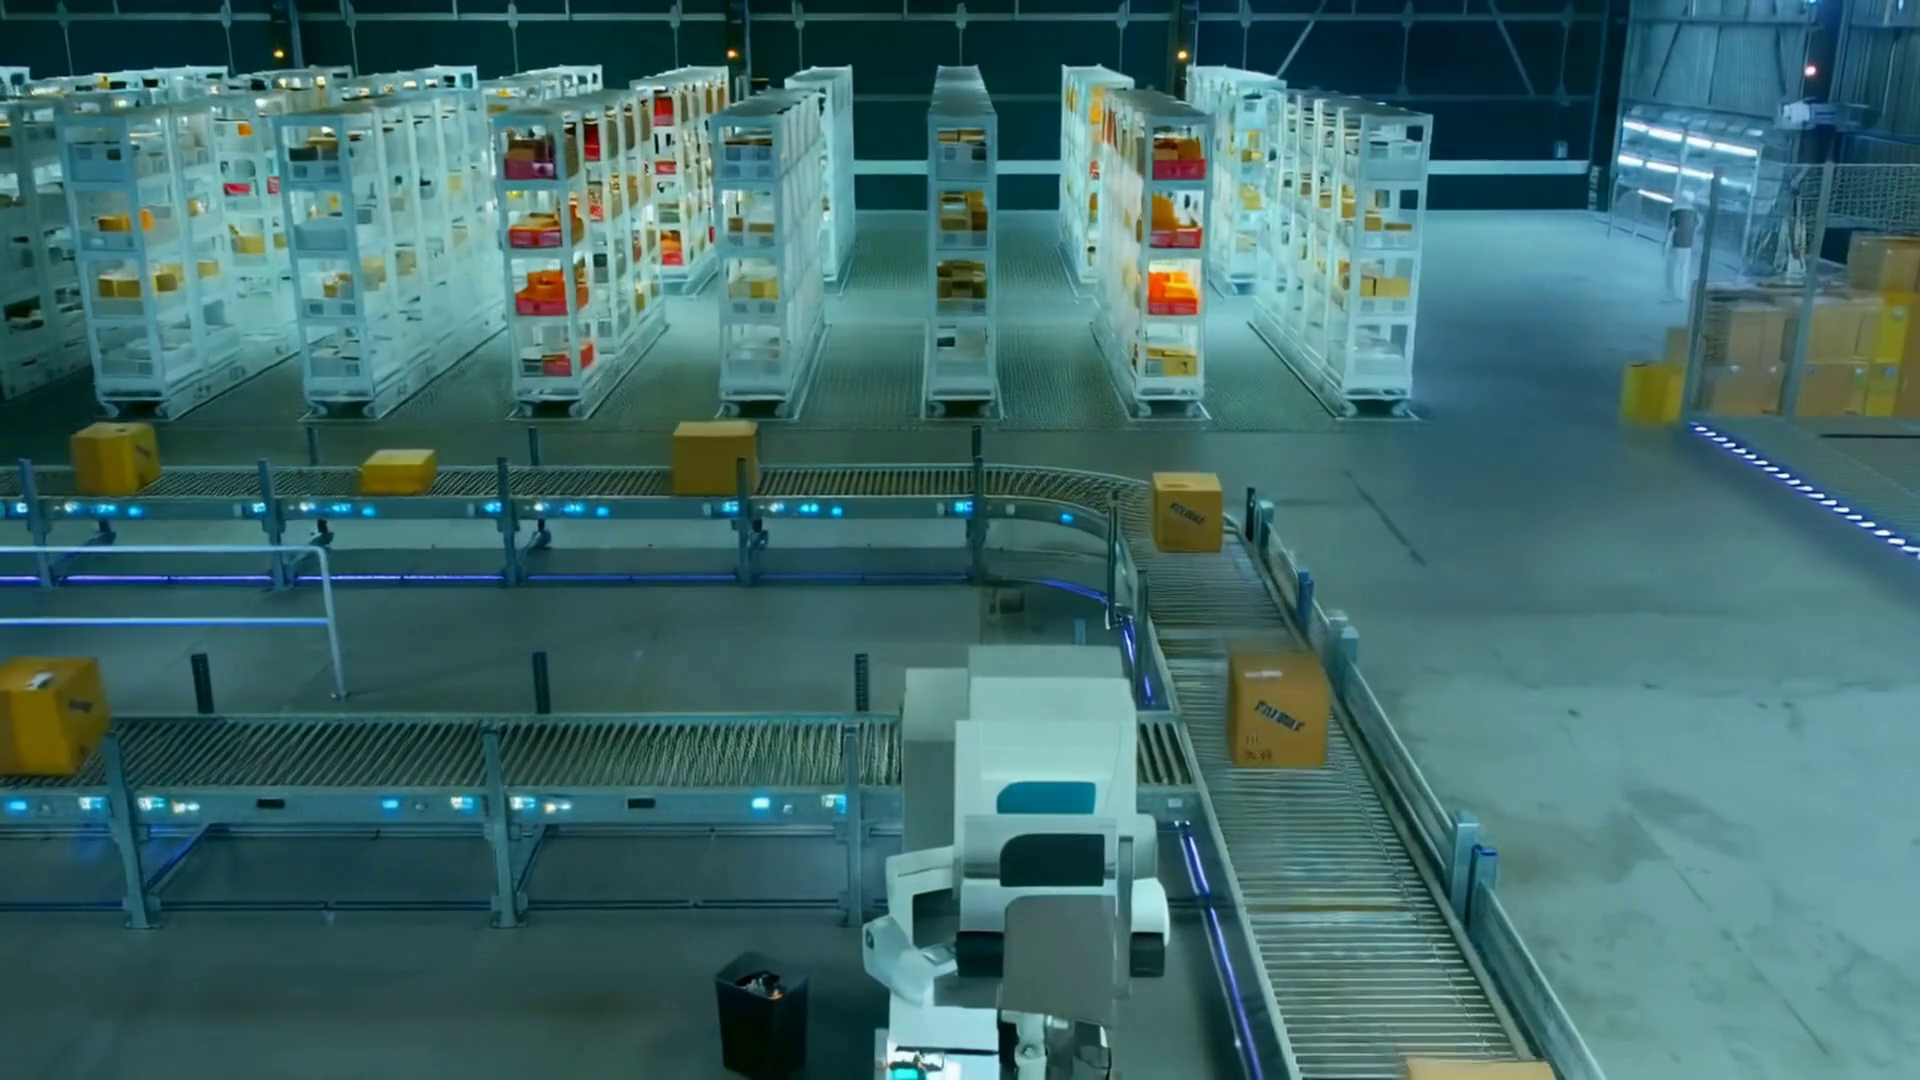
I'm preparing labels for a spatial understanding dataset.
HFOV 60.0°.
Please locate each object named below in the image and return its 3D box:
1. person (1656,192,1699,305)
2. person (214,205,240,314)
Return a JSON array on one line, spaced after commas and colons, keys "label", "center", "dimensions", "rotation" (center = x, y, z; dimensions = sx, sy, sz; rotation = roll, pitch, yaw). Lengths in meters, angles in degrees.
[{"label": "person", "center": [11.893, -4.811, 27.495], "dimensions": [0.567, 1.836, 0.394], "rotation": [-4, 18, -12]}, {"label": "person", "center": [-11.731, -4.561, 26.722], "dimensions": [0.403, 1.830, 0.600], "rotation": [-13, 22, -36]}]
